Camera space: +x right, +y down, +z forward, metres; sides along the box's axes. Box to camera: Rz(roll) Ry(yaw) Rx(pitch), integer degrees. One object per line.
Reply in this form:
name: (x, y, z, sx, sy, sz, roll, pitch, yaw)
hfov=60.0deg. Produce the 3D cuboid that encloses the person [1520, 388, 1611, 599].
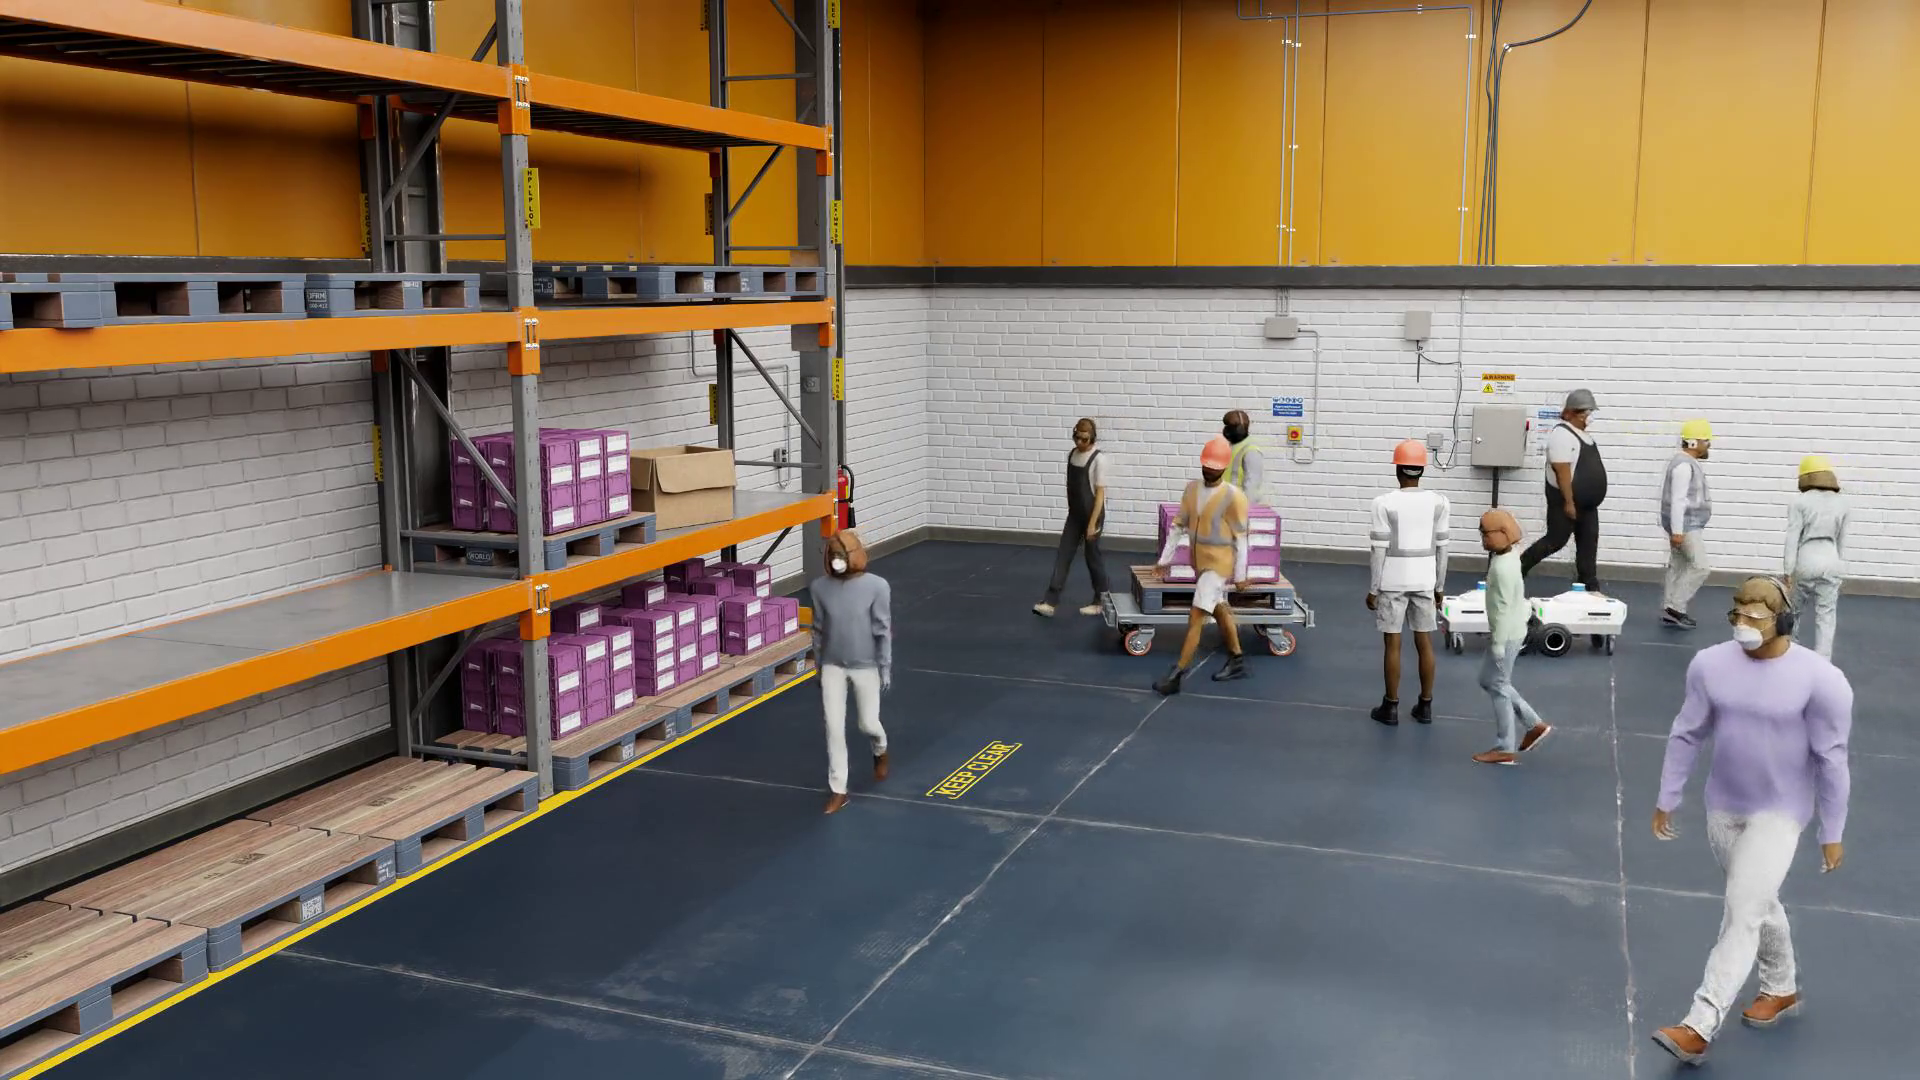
person: (5.614, -0.442, 15.491, 0.902, 2.000, 0.677, 8, 12, 42)

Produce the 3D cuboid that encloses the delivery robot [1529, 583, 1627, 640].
delivery robot: (4.963, 0.590, 13.367, 0.707, 0.478, 0.477, 1, 9, 4)

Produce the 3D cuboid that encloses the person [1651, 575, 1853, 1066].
person: (3.043, 1.069, 6.490, 1.034, 1.880, 0.656, -5, 10, -30)

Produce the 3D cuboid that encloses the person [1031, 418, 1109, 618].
person: (1.004, -0.177, 14.628, 0.872, 1.786, 0.596, -7, 11, -36)

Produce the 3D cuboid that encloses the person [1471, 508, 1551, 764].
person: (3.390, 0.598, 10.273, 0.417, 1.612, 0.529, 3, 10, 19)

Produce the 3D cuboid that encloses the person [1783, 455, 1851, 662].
person: (6.334, 0.216, 12.422, 0.501, 1.683, 0.807, 0, 9, 0)

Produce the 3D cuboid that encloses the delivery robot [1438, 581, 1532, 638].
delivery robot: (4.224, 0.579, 13.436, 0.707, 0.478, 0.477, 1, 9, 4)

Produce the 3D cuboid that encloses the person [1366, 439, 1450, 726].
person: (3.007, 0.286, 11.241, 0.548, 1.936, 0.378, -1, 9, -6)

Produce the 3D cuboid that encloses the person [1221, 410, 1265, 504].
person: (2.500, -0.272, 15.093, 0.448, 1.826, 0.648, -3, 9, -18)

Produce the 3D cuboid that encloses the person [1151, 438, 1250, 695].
person: (1.798, 0.175, 12.139, 1.005, 1.876, 0.645, -6, 11, -32)

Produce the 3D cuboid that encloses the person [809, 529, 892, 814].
person: (-0.609, 0.719, 9.550, 0.503, 1.610, 0.593, 2, 9, 13)

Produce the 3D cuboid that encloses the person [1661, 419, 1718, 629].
person: (6.236, -0.129, 14.215, 0.460, 1.815, 0.624, 5, 10, 27)
